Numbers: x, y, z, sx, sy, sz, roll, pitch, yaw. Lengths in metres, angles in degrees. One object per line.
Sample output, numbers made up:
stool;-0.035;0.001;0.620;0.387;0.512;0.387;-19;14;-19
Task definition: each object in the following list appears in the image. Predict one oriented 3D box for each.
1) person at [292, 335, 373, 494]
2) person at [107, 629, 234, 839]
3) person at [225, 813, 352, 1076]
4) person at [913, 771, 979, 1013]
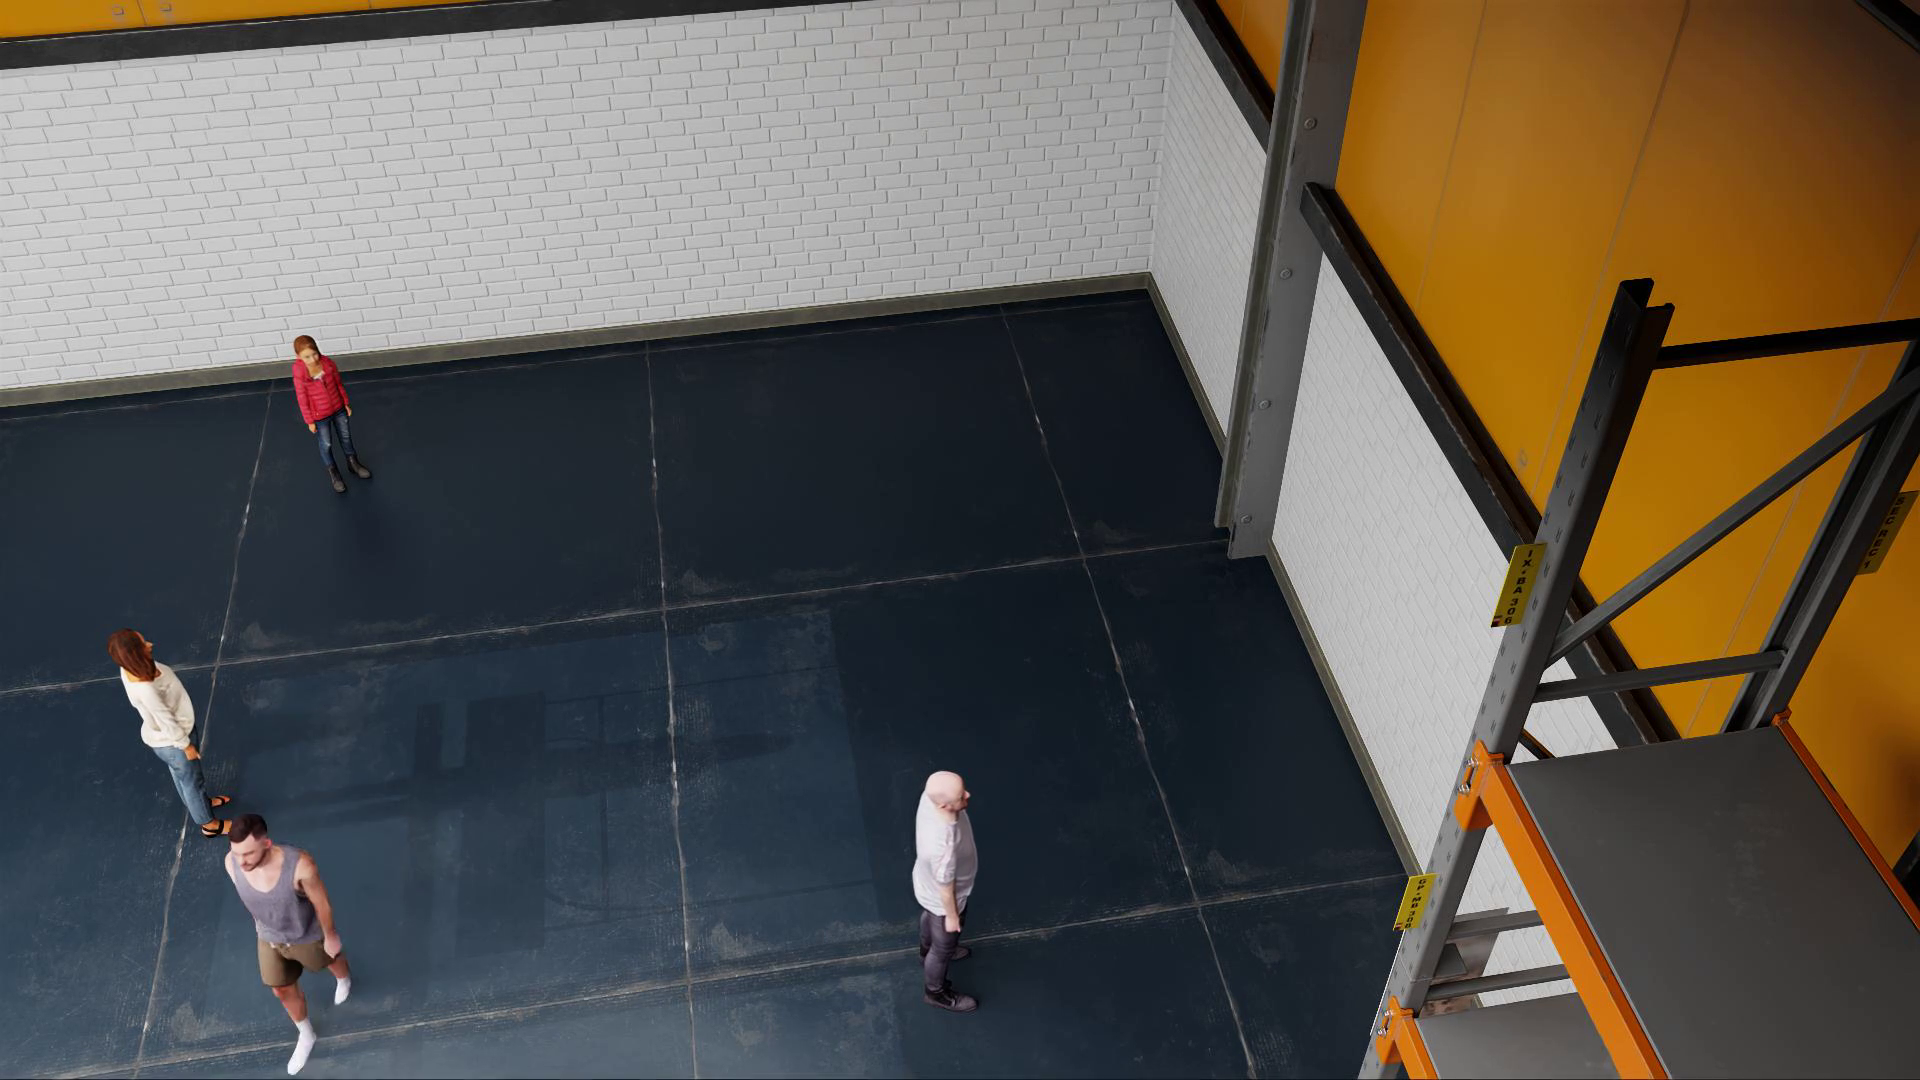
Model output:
person;-4.635;-0.951;12.155;0.643;1.318;0.598;33;53;30
person;-4.616;1.126;9.711;0.755;1.683;0.630;-27;50;-25
person;-3.518;1.975;8.858;0.733;1.831;0.898;0;44;0
person;-0.093;1.831;8.863;0.743;1.830;0.532;-3;44;-3
